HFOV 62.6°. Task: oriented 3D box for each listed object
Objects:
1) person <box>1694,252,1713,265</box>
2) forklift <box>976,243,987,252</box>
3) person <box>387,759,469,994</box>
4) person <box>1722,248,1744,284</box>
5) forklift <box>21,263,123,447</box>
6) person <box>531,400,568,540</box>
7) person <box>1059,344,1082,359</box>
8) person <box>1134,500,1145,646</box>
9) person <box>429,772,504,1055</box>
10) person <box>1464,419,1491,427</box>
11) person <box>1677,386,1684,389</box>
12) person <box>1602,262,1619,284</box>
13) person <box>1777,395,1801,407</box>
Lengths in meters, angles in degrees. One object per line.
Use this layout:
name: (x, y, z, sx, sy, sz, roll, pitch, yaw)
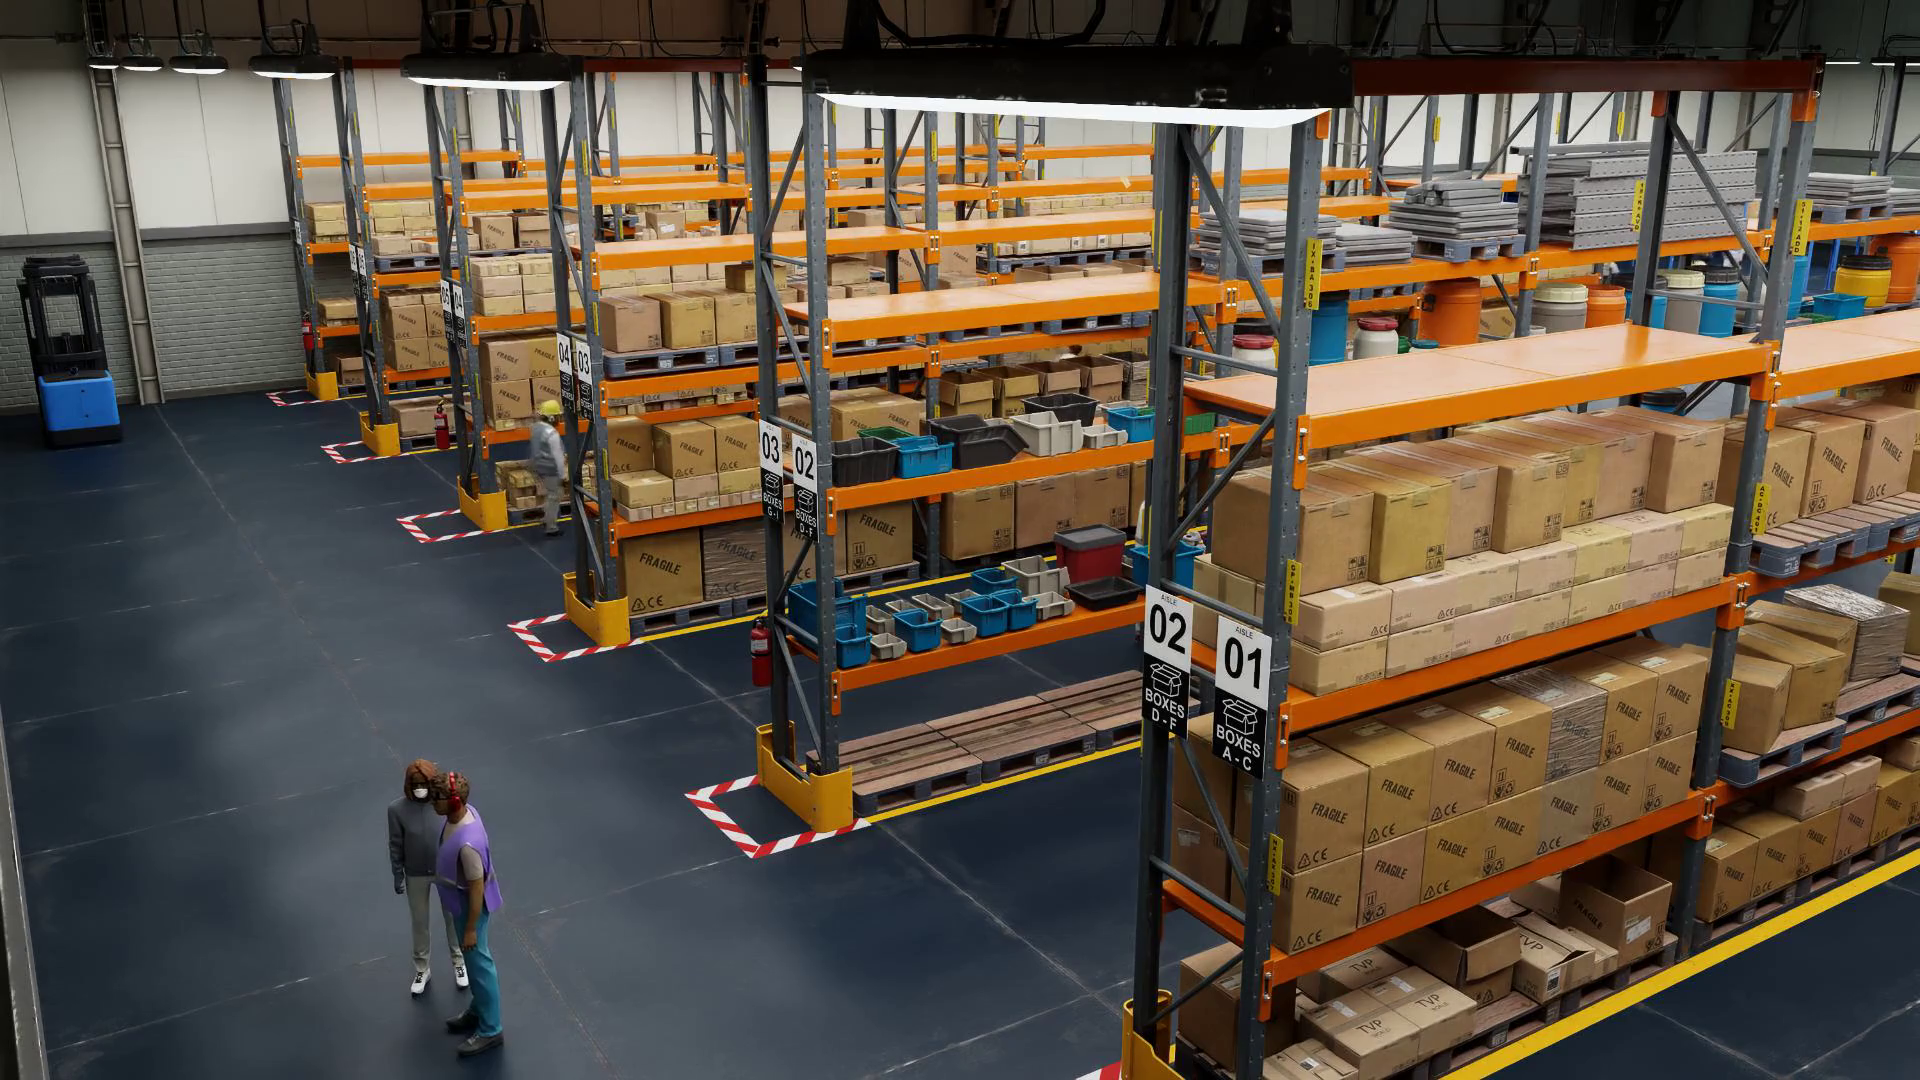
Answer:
person: (16.960, -5.733, 36.191, 0.955, 1.793, 0.628, 1, 17, 3)
forklift: (0.988, -5.474, 34.718, 1.214, 2.155, 2.313, -10, 20, -31)
person: (-3.487, 2.204, 10.419, 0.500, 1.633, 0.282, -4, 17, -13)
person: (20.623, -7.568, 42.015, 0.748, 1.902, 0.591, -11, 20, -32)
forklift: (-14.518, -3.079, 25.708, 1.129, 2.768, 1.873, -10, 20, -31)
person: (-5.256, -0.908, 20.319, 0.425, 1.811, 0.619, -13, 21, -36)
person: (1.853, -2.276, 24.752, 0.974, 1.835, 0.608, -10, 20, -29)
person: (2.018, 0.224, 16.402, 0.418, 1.934, 0.606, -1, 17, -2)
person: (-3.049, 2.284, 9.803, 0.386, 1.846, 0.572, -8, 19, -25)
person: (7.239, -1.488, 22.154, 0.528, 1.858, 0.556, -9, 19, -28)
person: (12.106, -2.965, 26.758, 0.622, 1.992, 0.387, 16, 23, 42)
person: (16.772, -7.123, 40.596, 0.636, 1.873, 0.700, -10, 20, -30)
person: (12.201, -1.991, 23.763, 0.996, 1.883, 0.651, -10, 20, -30)
